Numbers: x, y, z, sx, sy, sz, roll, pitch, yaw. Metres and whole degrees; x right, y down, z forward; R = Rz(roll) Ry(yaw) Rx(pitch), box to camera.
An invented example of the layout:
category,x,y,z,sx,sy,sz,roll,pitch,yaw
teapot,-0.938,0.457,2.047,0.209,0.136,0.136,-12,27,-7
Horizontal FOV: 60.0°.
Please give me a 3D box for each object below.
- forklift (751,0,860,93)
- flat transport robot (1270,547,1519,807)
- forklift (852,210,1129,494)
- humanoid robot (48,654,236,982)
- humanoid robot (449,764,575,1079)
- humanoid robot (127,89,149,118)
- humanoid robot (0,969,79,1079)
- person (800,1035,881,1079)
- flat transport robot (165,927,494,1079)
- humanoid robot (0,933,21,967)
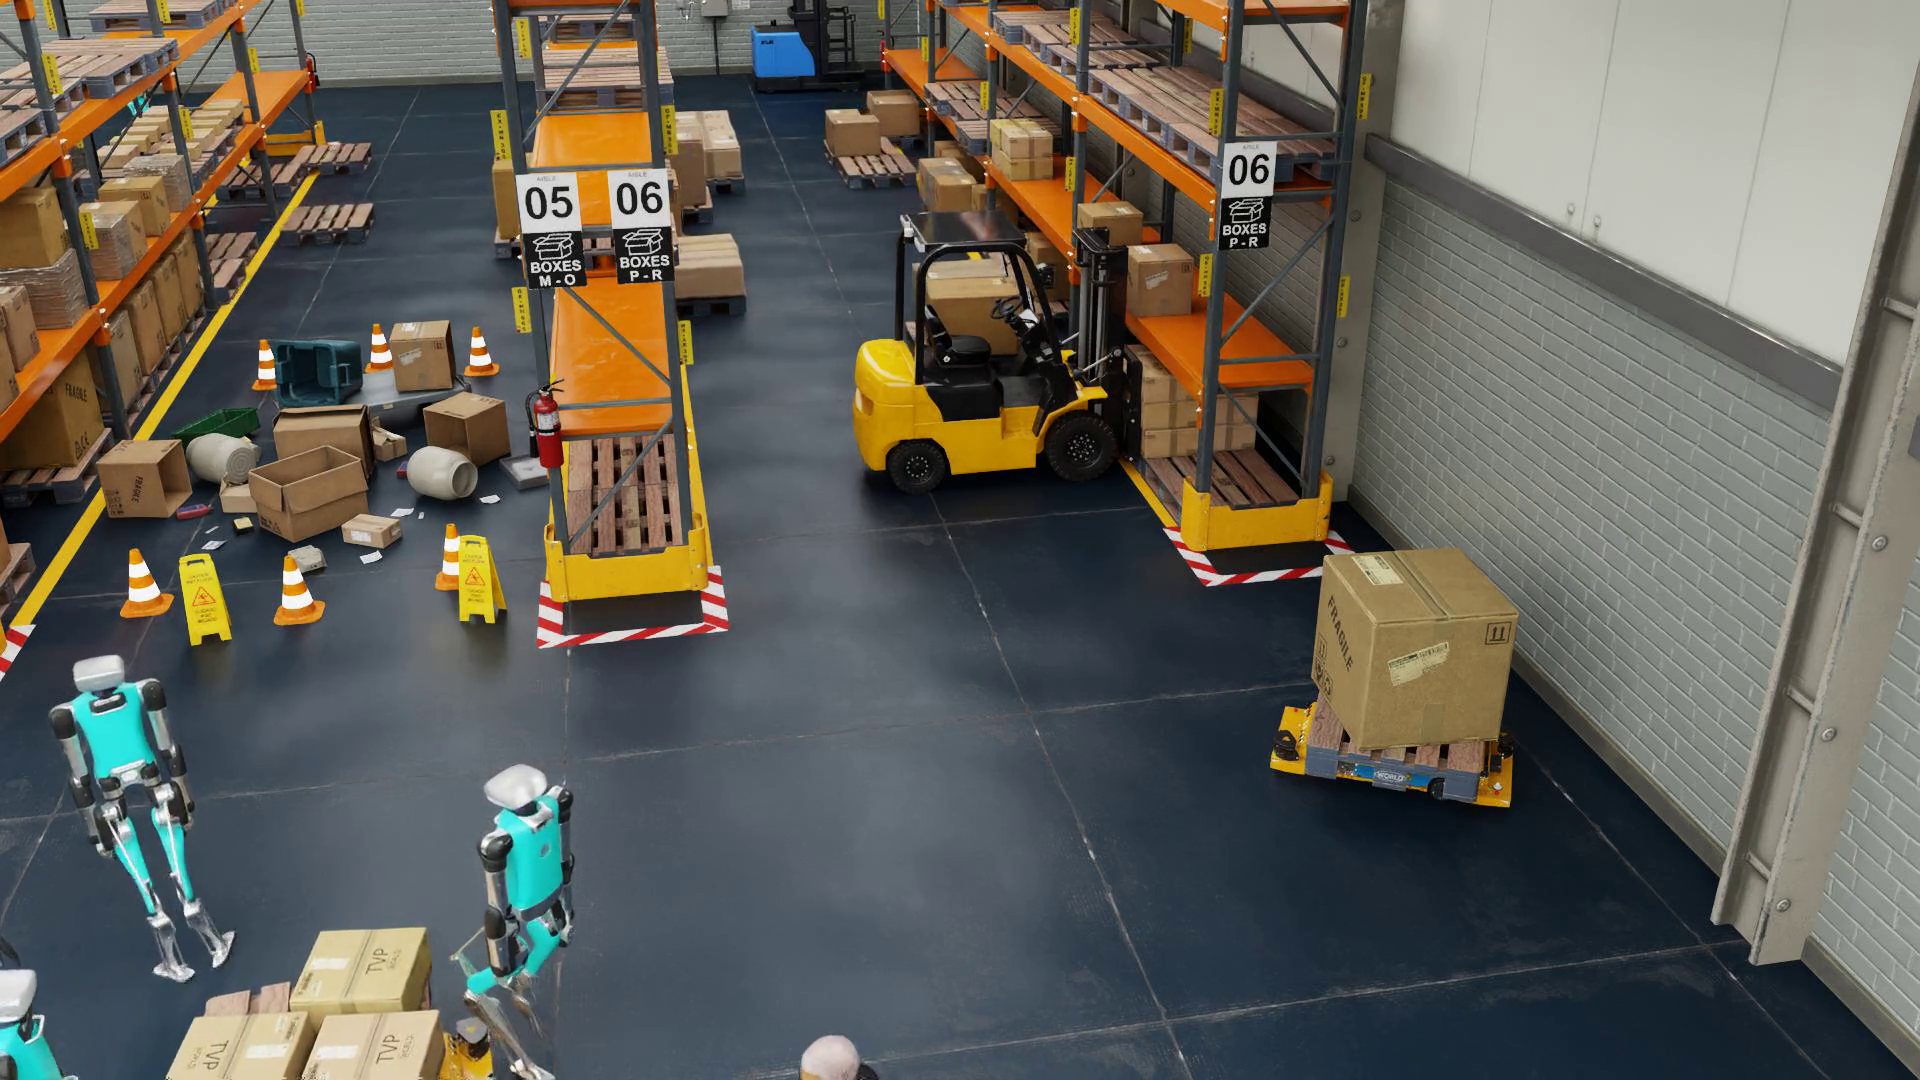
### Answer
category,x,y,z,sx,sy,sz,roll,pitch,yaw
forklift,-2.872,-9.679,30.288,1.873,2.768,1.129,-5,26,-10
flat transport robot,2.709,1.312,10.398,1.431,0.231,0.659,8,27,16
forklift,0.216,-1.659,14.366,2.313,2.155,1.214,-5,26,-10
humanoid robot,-4.075,1.477,8.356,0.538,1.768,0.749,-18,31,-32
humanoid robot,-2.108,1.816,7.707,0.680,1.841,0.538,13,28,25
humanoid robot,-12.825,-6.921,25.836,0.534,1.728,1.018,-20,32,-36
humanoid robot,-3.291,2.413,6.485,0.718,1.846,0.561,-10,27,-19
person,-0.368,2.524,6.059,0.443,1.839,0.621,-2,26,-5
flat transport robot,-2.888,2.625,7.663,1.431,0.231,0.659,-8,27,-16
humanoid robot,-4.627,1.906,7.529,0.315,1.656,0.613,21,33,37
